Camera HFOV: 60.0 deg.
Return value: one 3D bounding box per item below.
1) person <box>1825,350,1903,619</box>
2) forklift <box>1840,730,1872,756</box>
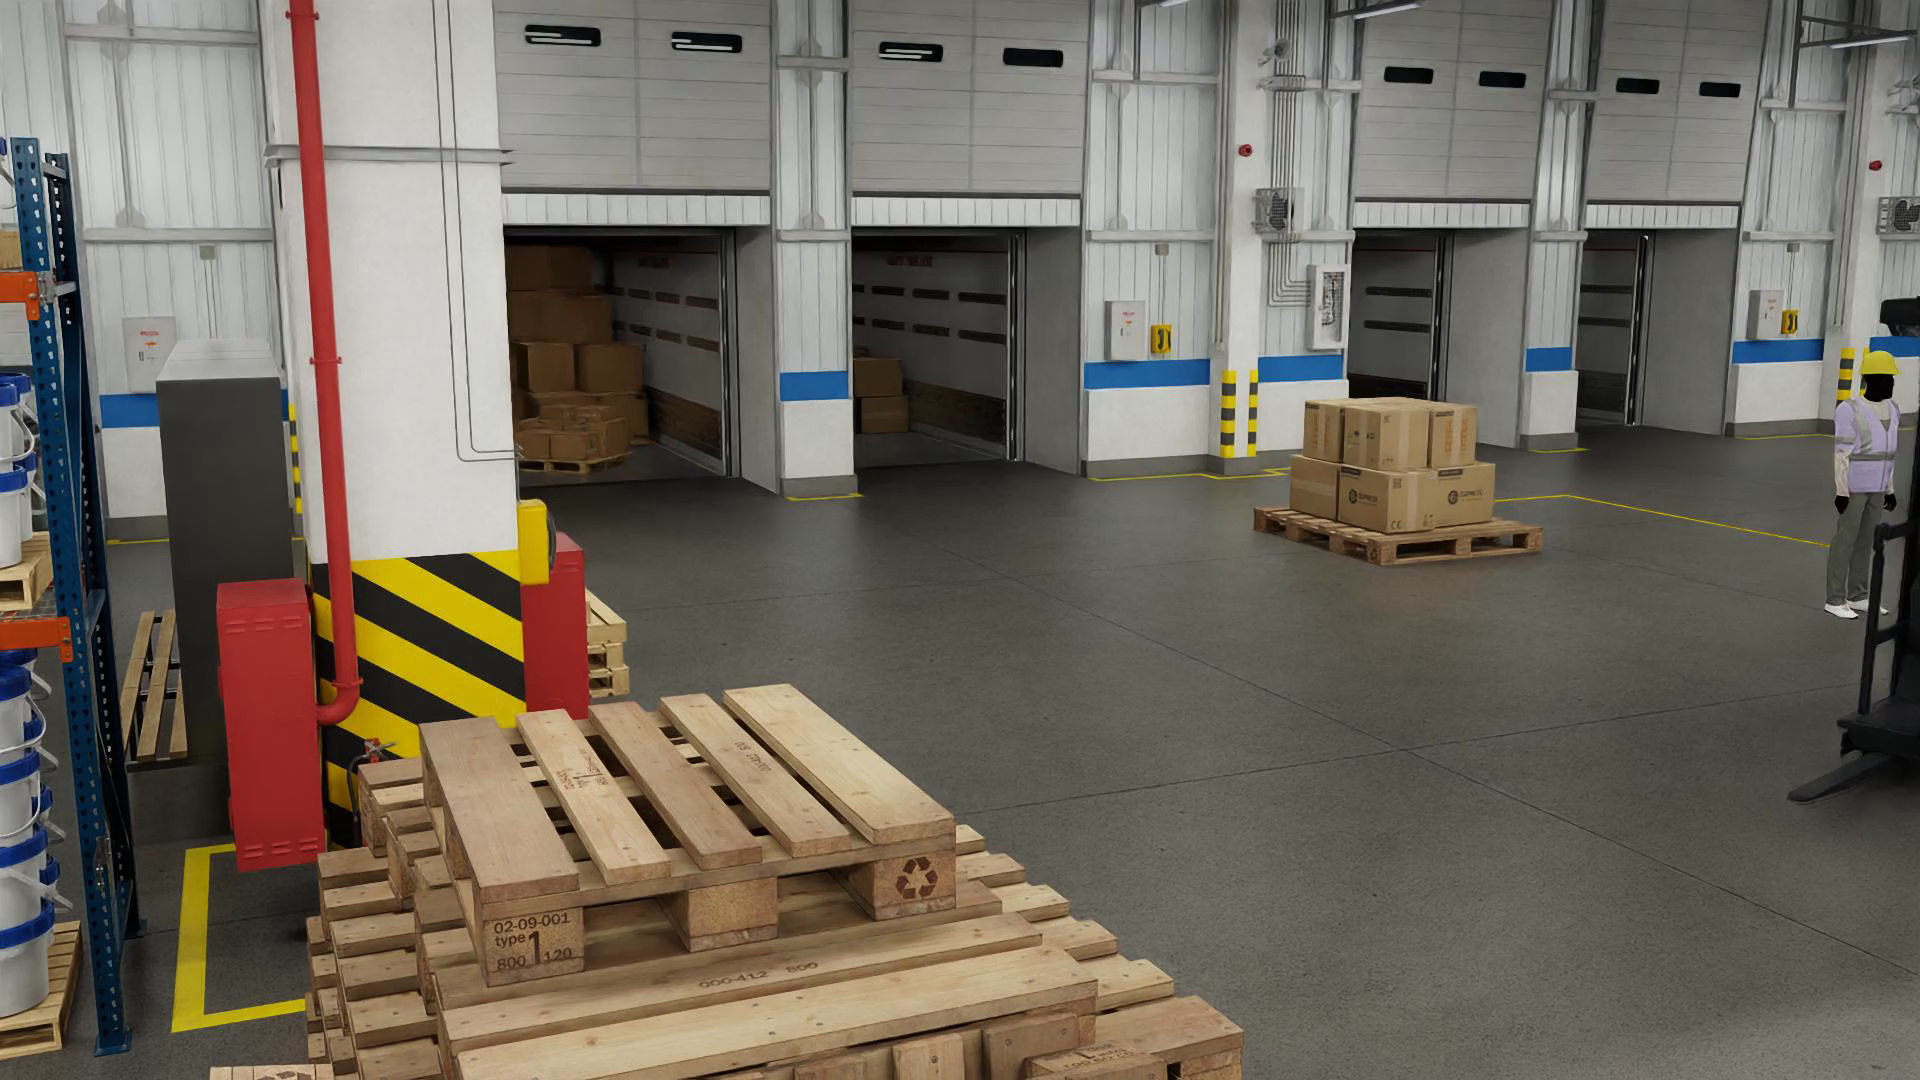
[{"bbox_3d":[6.539,-0.400,12.010,0.587,1.930,0.356,-5,11,-25],"label":"person"},{"bbox_3d":[5.669,-0.263,8.633,1.873,2.768,1.129,-9,13,-40],"label":"forklift"}]
